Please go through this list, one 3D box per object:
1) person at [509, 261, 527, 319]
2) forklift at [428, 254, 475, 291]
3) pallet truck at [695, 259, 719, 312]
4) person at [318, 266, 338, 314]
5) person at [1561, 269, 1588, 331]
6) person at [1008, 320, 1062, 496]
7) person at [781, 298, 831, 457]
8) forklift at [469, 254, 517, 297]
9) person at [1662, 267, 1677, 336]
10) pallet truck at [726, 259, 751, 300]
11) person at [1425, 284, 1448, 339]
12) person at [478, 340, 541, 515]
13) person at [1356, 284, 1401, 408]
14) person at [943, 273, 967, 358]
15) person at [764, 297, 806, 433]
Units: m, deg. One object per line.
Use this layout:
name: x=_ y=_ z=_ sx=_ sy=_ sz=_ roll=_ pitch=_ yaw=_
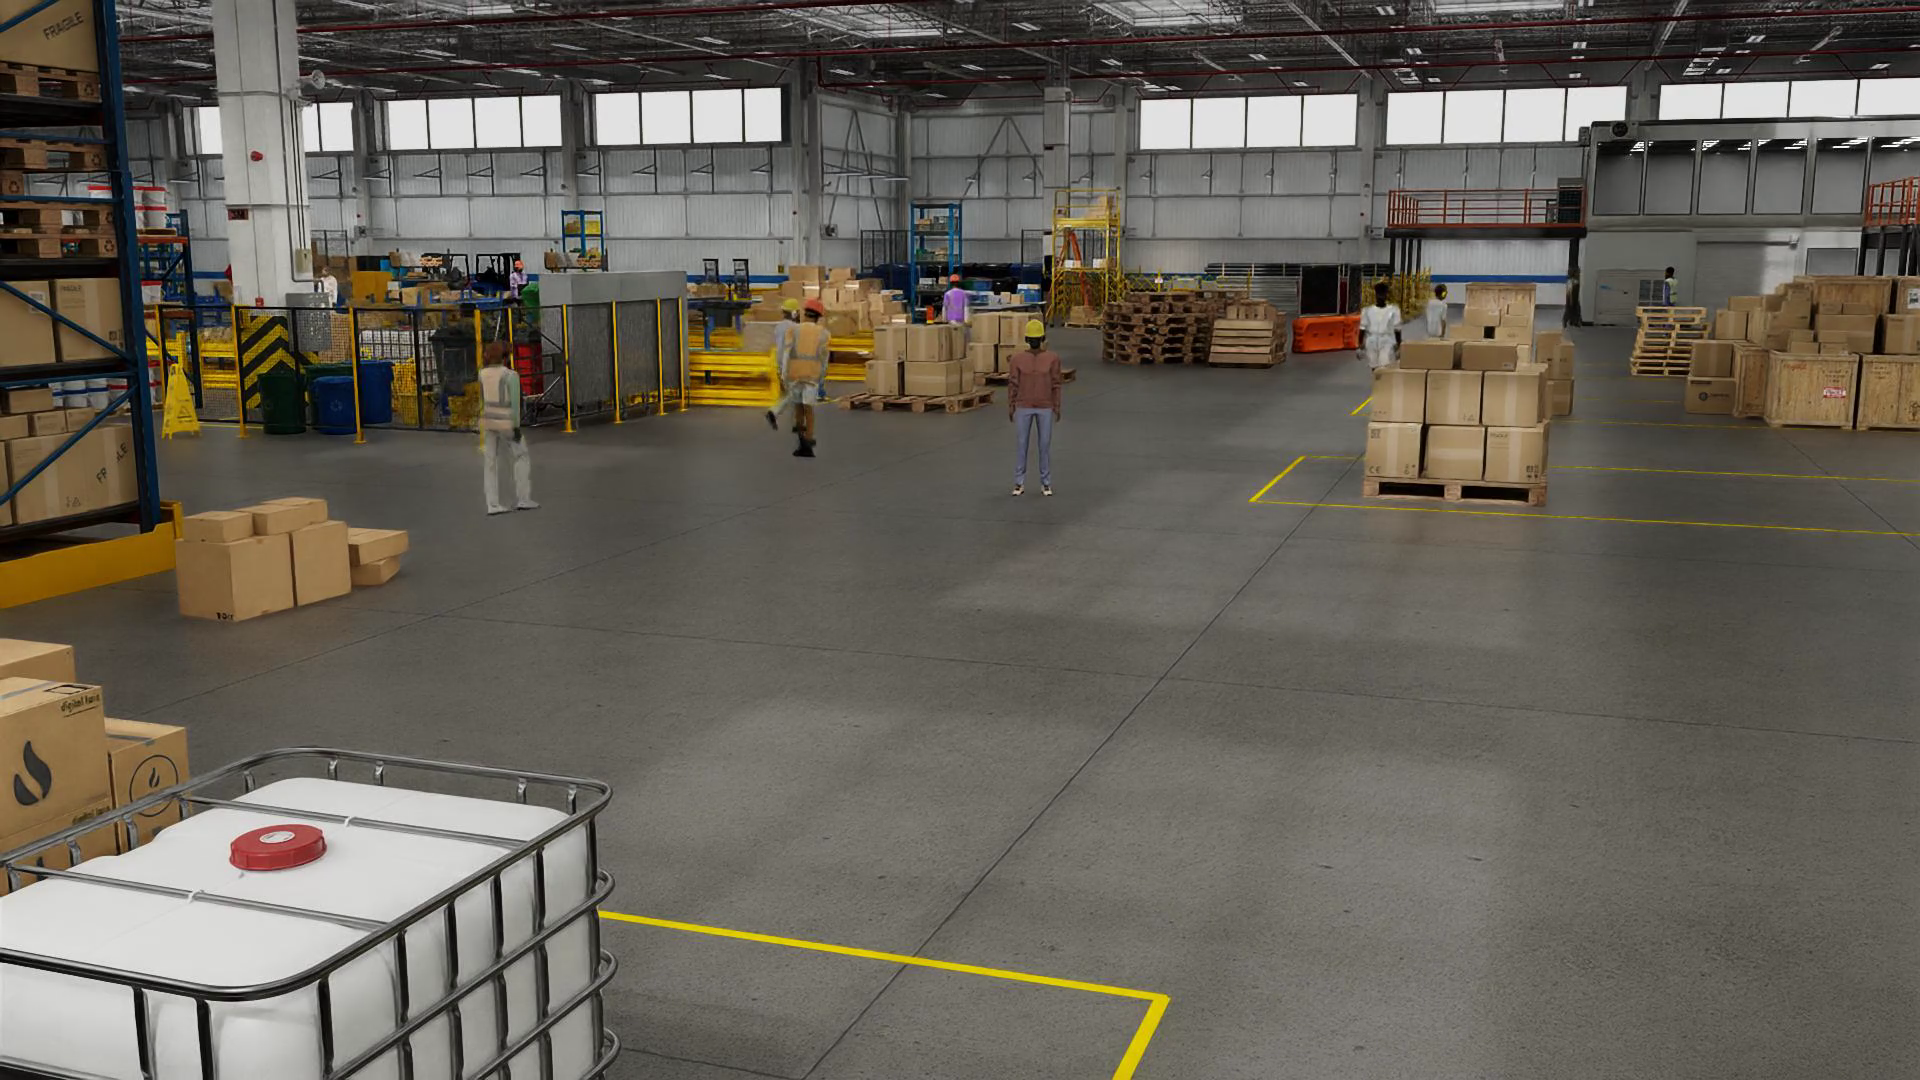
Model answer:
person: x=-12.861 y=-7.138 z=48.628 sx=0.378 sy=2.044 sz=0.607 roll=7 pitch=12 yaw=35
forklift: x=-20.133 y=-10.254 z=65.465 sx=1.157 sy=1.987 sz=2.680 roll=3 pitch=11 yaw=19
pallet truck: x=-9.165 y=-9.627 z=62.776 sx=0.823 sy=1.965 sz=1.885 roll=4 pitch=11 yaw=23
person: x=-17.597 y=-6.648 z=46.245 sx=0.641 sy=1.913 sz=0.408 roll=5 pitch=11 yaw=26
person: x=17.851 y=-6.945 z=48.217 sx=0.528 sy=1.807 sz=0.879 roll=-6 pitch=12 yaw=-32
person: x=0.746 y=-1.313 z=16.610 sx=0.534 sy=1.765 sz=0.325 roll=0 pitch=10 yaw=1
person: x=-1.836 y=-1.944 z=19.905 sx=0.574 sy=1.871 sz=0.839 roll=0 pitch=10 yaw=-2
forklift: x=-17.990 y=-10.121 z=64.684 sx=1.157 sy=1.987 sz=2.680 roll=3 pitch=11 yaw=17
person: x=18.946 y=-6.331 z=44.437 sx=0.376 sy=1.917 sz=0.600 roll=9 pitch=13 yaw=41
pallet truck: x=-7.986 y=-9.493 z=62.019 sx=0.823 sy=1.965 sz=1.885 roll=3 pitch=11 yaw=17
person: x=8.318 y=-3.582 z=29.225 sx=0.935 sy=1.834 sz=0.533 roll=-8 pitch=13 yaw=-38
person: x=-4.217 y=-1.057 z=15.547 sx=0.547 sy=1.612 sz=0.650 roll=6 pitch=11 yaw=29
person: x=6.386 y=-2.943 z=25.378 sx=0.619 sy=1.910 sz=0.992 roll=5 pitch=11 yaw=26
person: x=-0.080 y=-4.736 z=35.520 sx=0.553 sy=1.906 sz=0.922 roll=-6 pitch=11 yaw=-29
person: x=-2.283 y=-2.296 z=21.997 sx=0.631 sy=1.814 sz=0.606 roll=-5 pitch=11 yaw=-27
